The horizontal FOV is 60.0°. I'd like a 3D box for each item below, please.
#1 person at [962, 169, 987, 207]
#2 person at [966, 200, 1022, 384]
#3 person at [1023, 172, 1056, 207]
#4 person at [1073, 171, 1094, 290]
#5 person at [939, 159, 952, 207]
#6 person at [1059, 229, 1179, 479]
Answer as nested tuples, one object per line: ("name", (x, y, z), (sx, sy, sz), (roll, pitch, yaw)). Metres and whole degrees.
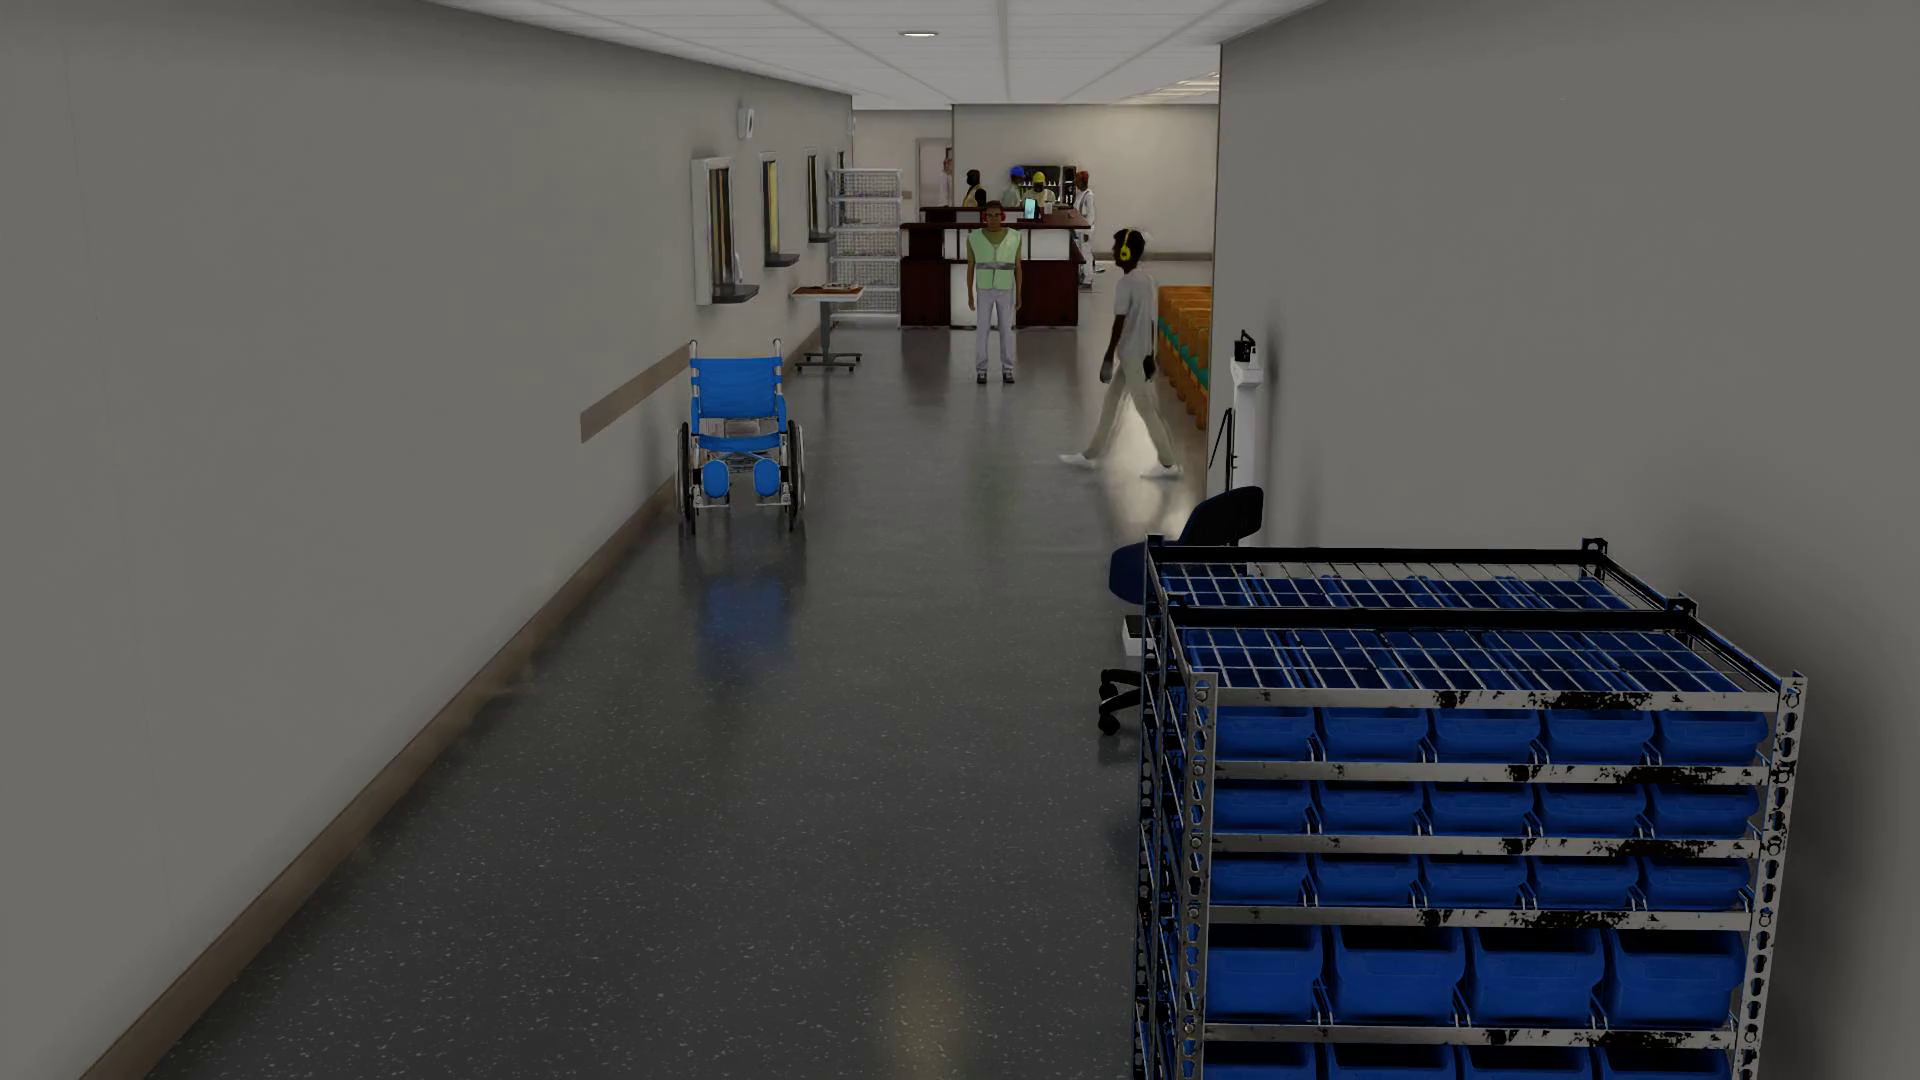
("person", (0.257, -5.665, 29.634), (0.430, 1.843, 0.625), (-4, 14, -17))
("person", (0.344, -2.500, 16.799), (0.560, 1.839, 0.395), (-1, 14, -4))
("person", (1.361, -5.446, 28.788), (0.588, 1.823, 0.405), (1, 14, 3))
("person", (1.973, -4.964, 26.689), (0.356, 1.887, 0.572), (-3, 14, -12))
("person", (-0.251, -7.414, 36.594), (0.408, 1.909, 0.638), (2, 14, 9))
("person", (1.207, -1.360, 12.204), (0.968, 1.818, 0.545), (6, 15, 23))
